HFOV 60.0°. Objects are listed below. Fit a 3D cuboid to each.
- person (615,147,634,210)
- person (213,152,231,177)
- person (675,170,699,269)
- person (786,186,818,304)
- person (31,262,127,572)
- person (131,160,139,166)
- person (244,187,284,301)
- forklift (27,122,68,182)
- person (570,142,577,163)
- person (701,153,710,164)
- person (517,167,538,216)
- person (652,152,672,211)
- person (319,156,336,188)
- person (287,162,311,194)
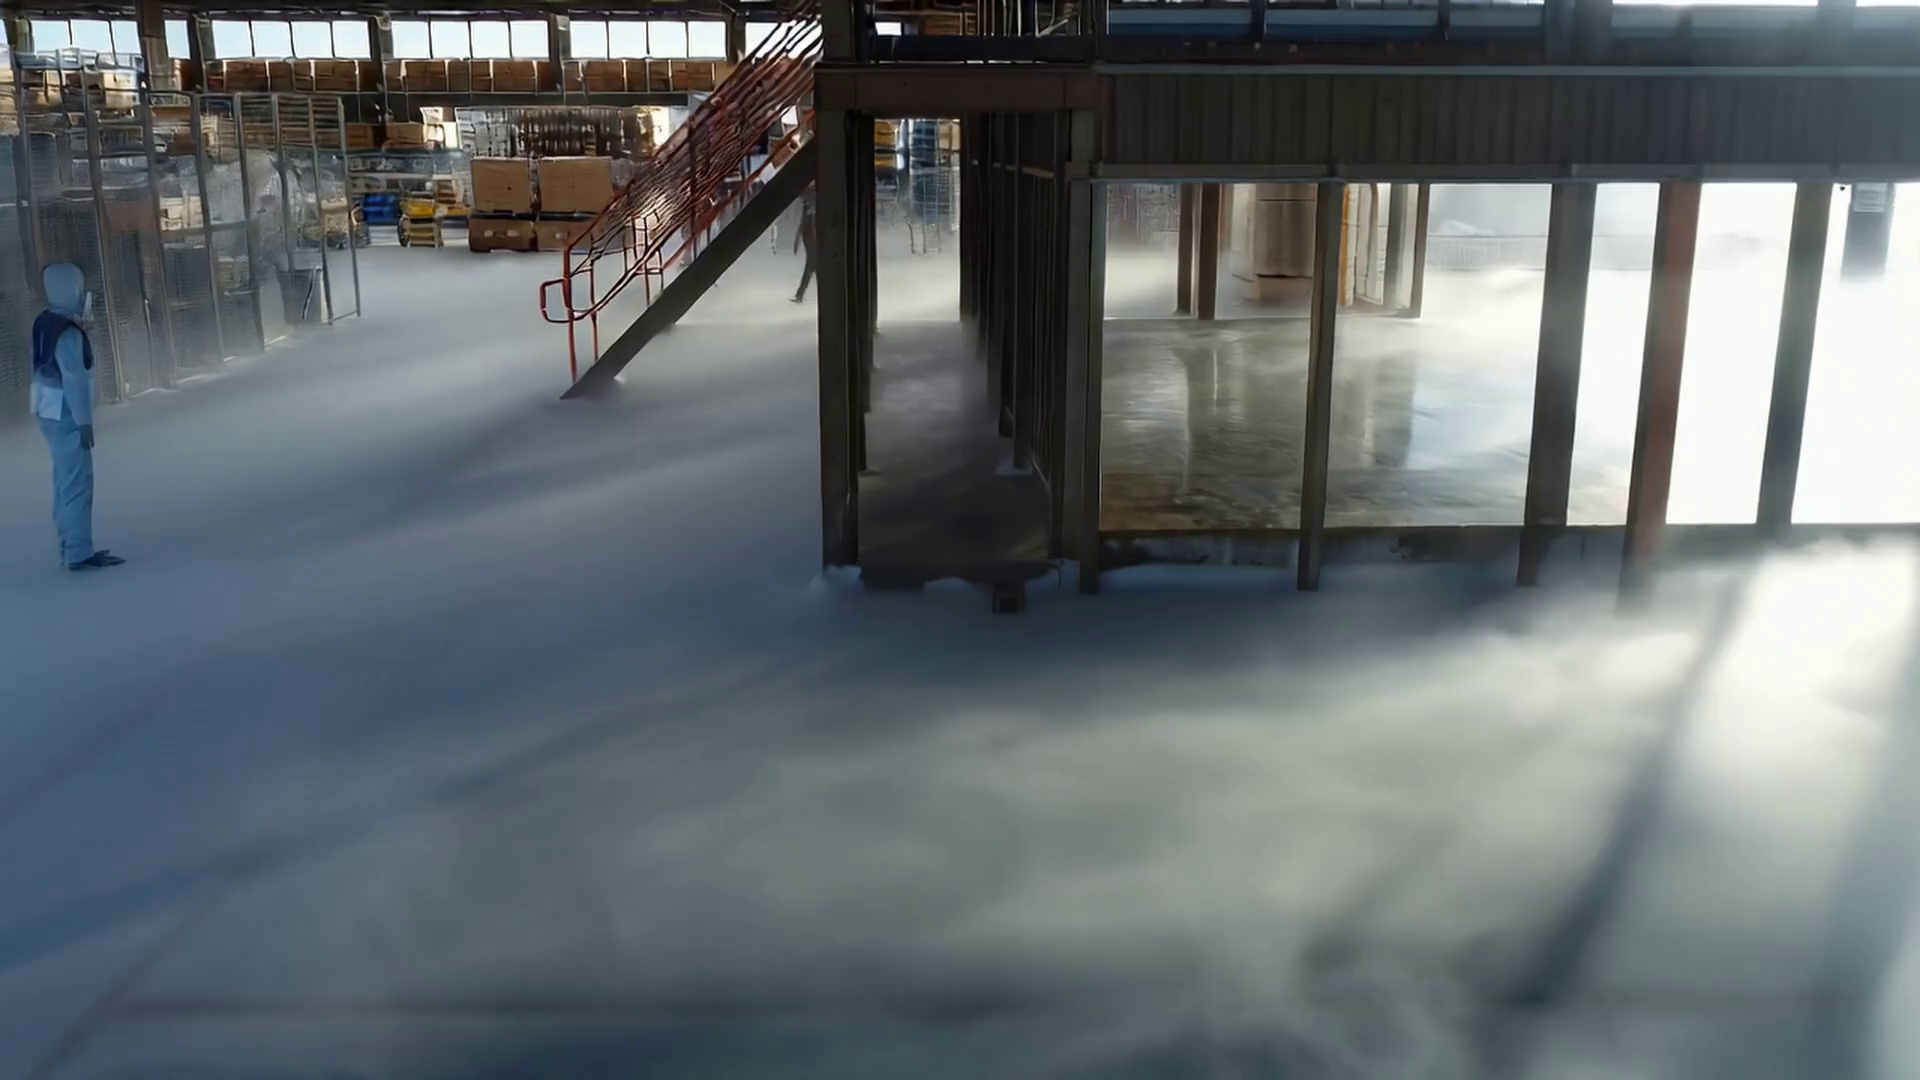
[{"bbox_3d":[-10.545,-11.301,52.253,0.620,2.019,0.653,4,15,17],"label":"person"},{"bbox_3d":[-23.203,-11.227,52.231,0.681,1.872,0.869,1,14,5],"label":"person"},{"bbox_3d":[-5.244,-6.151,31.939,0.355,1.884,0.575,10,17,34],"label":"person"},{"bbox_3d":[-2.362,-4.587,25.872,0.529,1.787,0.980,14,19,43],"label":"person"},{"bbox_3d":[-5.519,-0.752,10.312,0.383,1.914,0.595,-12,19,-41],"label":"person"},{"bbox_3d":[-40.435,-18.468,81.430,0.537,1.745,0.655,-1,14,-5],"label":"person"},{"bbox_3d":[-9.855,-4.046,23.564,0.557,1.876,1.037,8,16,29],"label":"person"},{"bbox_3d":[-35.376,-14.773,64.377,1.129,2.768,1.873,-1,14,-2],"label":"forklift"},{"bbox_3d":[-21.241,-20.967,91.402,1.007,1.774,0.585,-13,19,-41],"label":"person"},{"bbox_3d":[-11.653,-17.377,77.016,0.848,1.798,0.612,-5,15,-21],"label":"person"},{"bbox_3d":[-10.336,-8.043,39.804,0.485,1.736,0.309,-6,15,-23],"label":"person"},{"bbox_3d":[-9.308,-11.247,52.310,1.015,1.888,0.561,1,14,4],"label":"person"},{"bbox_3d":[-15.438,-8.353,40.569,0.639,1.966,0.586,5,15,19],"label":"person"},{"bbox_3d":[-16.177,-8.332,40.761,0.598,1.830,0.403,-12,18,-39],"label":"person"}]
